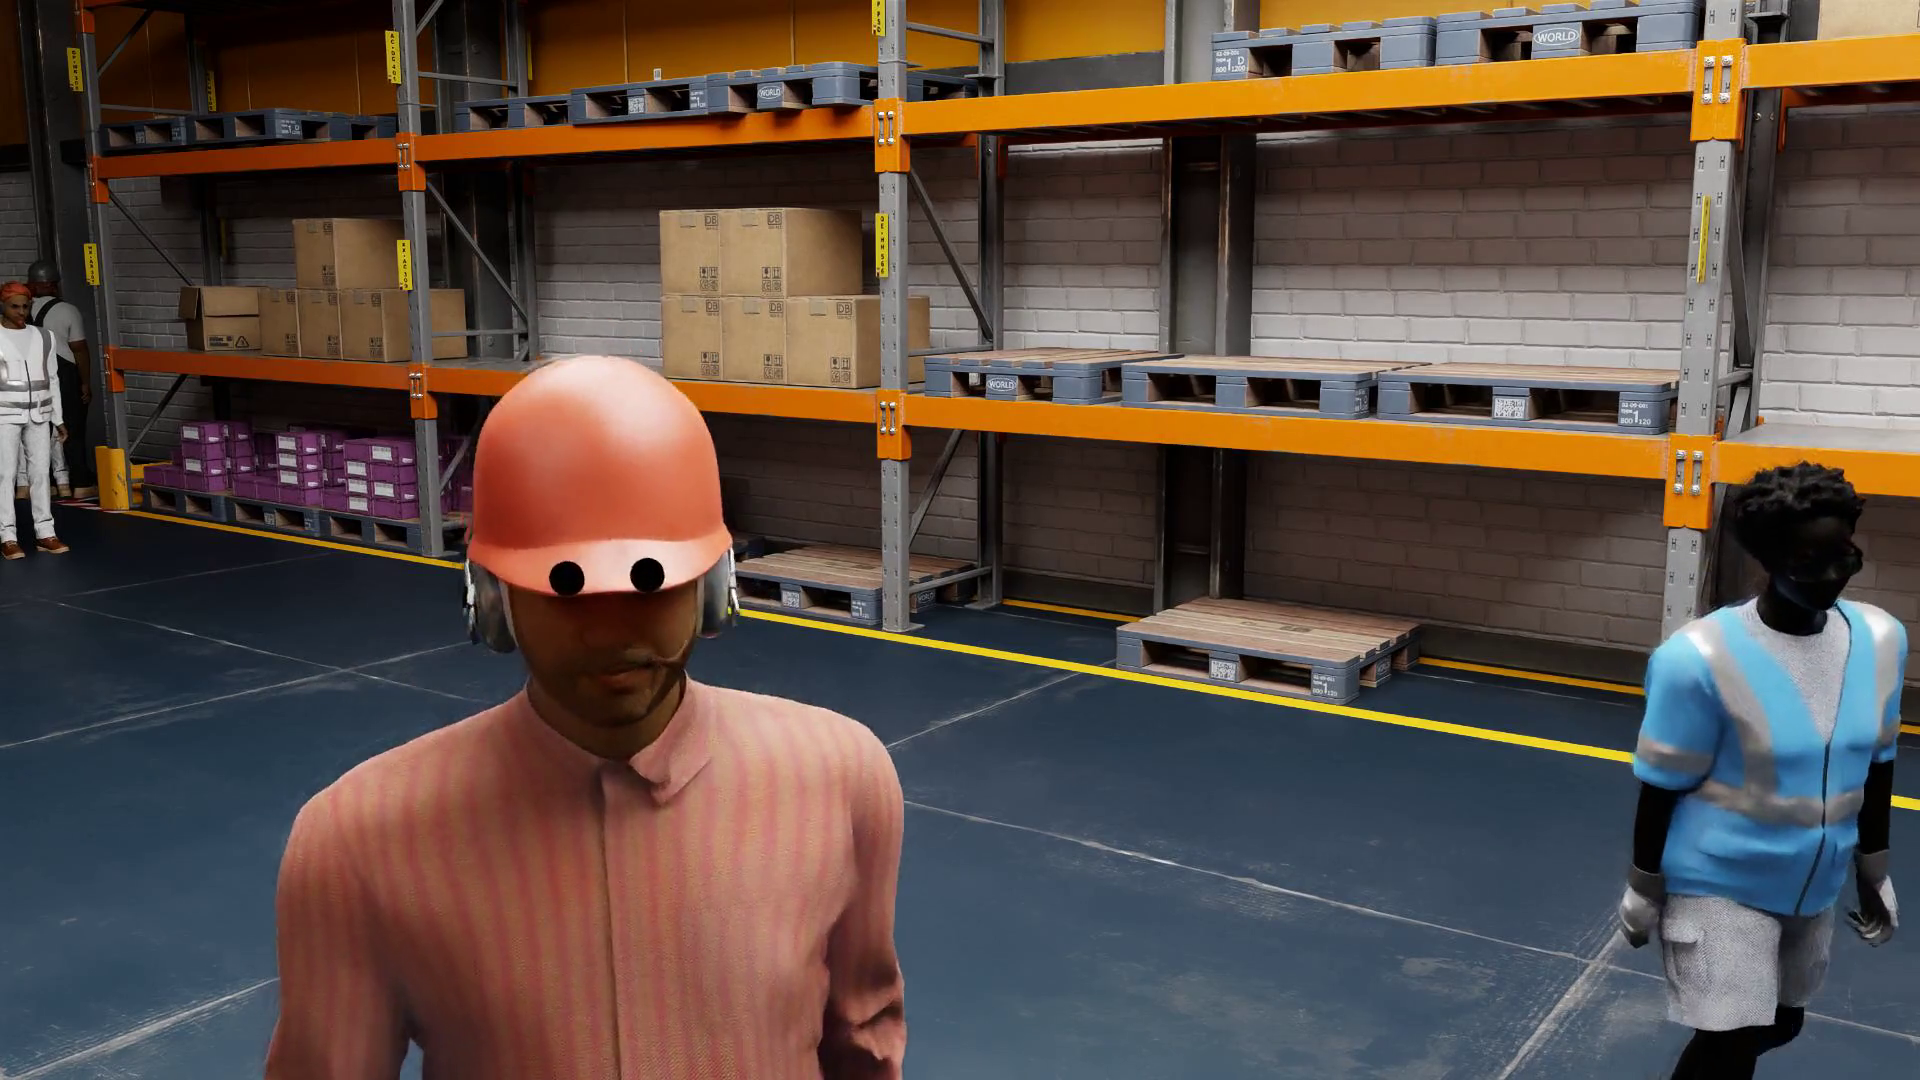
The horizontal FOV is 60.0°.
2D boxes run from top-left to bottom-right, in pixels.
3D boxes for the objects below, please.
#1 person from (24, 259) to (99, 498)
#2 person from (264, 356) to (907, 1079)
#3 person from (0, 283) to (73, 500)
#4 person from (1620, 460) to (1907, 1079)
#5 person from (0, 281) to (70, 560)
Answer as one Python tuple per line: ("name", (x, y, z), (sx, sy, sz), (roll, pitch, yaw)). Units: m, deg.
("person", (-7.724, -1.373, 14.215), (0.683, 2.000, 0.537), (0, 10, 1))
("person", (-0.341, 0.793, 1.625), (0.649, 1.937, 1.046), (-3, 10, -16))
("person", (-7.872, -1.266, 14.194), (0.621, 1.838, 0.429), (-5, 11, -27))
("person", (1.524, 0.643, 3.329), (0.547, 1.664, 0.612), (-3, 10, -16))
("person", (-6.418, -0.820, 11.378), (0.356, 1.887, 0.573), (7, 12, 34))
